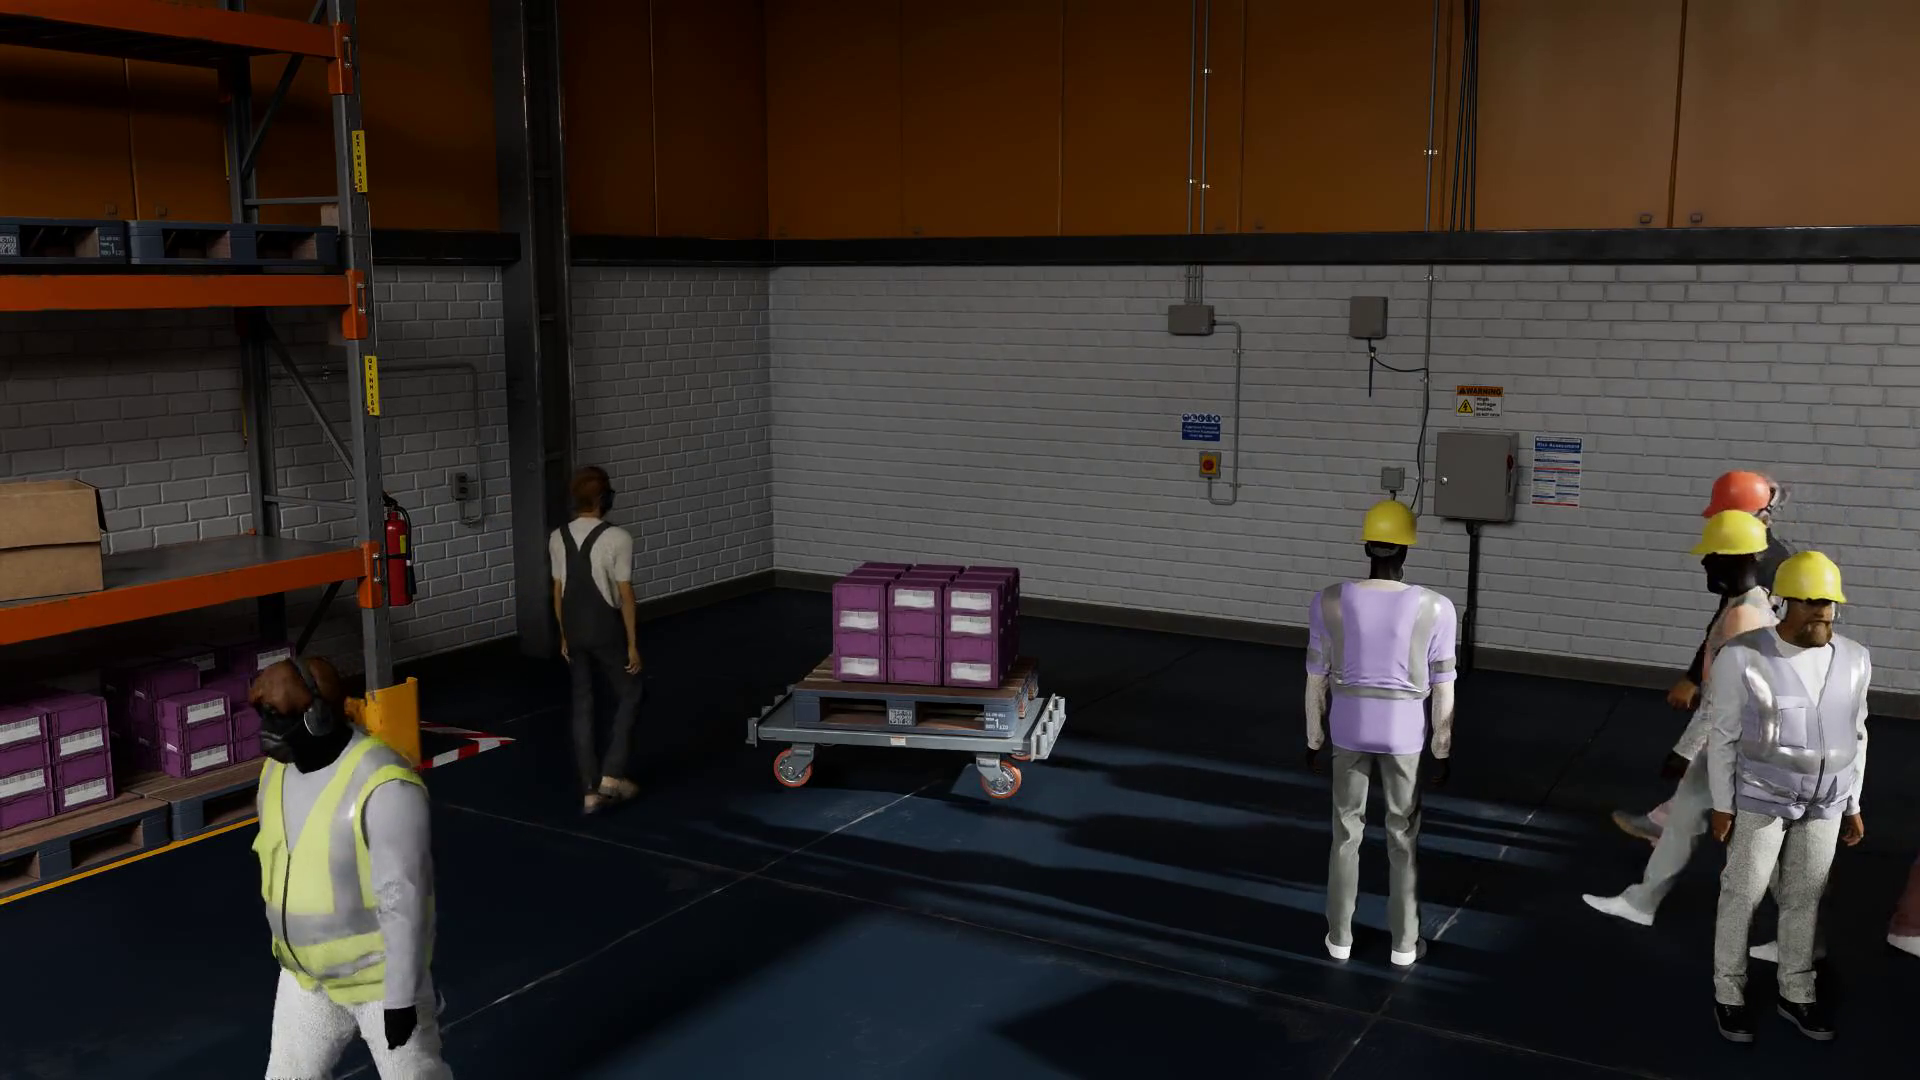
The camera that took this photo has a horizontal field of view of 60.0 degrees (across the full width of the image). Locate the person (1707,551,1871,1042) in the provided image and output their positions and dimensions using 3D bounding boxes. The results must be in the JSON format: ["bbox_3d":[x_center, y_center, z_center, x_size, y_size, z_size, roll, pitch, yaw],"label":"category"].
[{"bbox_3d":[3.067,0.946,6.155,0.590,1.836,0.404,0,9,-3],"label":"person"}]

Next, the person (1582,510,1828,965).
[{"bbox_3d":[3.175,0.808,6.912,0.971,1.874,0.589,4,10,23],"label":"person"}]

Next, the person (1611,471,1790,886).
[{"bbox_3d":[3.616,0.637,7.776,0.985,1.923,0.604,5,10,30],"label":"person"}]

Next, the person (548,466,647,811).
[{"bbox_3d":[-1.895,0.520,8.821,0.551,1.831,0.447,3,10,19],"label":"person"}]

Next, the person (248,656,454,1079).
[{"bbox_3d":[-1.713,1.205,4.637,0.629,1.813,0.591,5,11,30],"label":"person"}]

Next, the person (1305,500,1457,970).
[{"bbox_3d":[1.716,0.794,6.818,0.595,1.925,0.373,3,10,18],"label":"person"}]

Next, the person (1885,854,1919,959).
[{"bbox_3d":[4.230,0.872,6.568,0.990,1.857,0.631,8,12,42],"label":"person"}]
